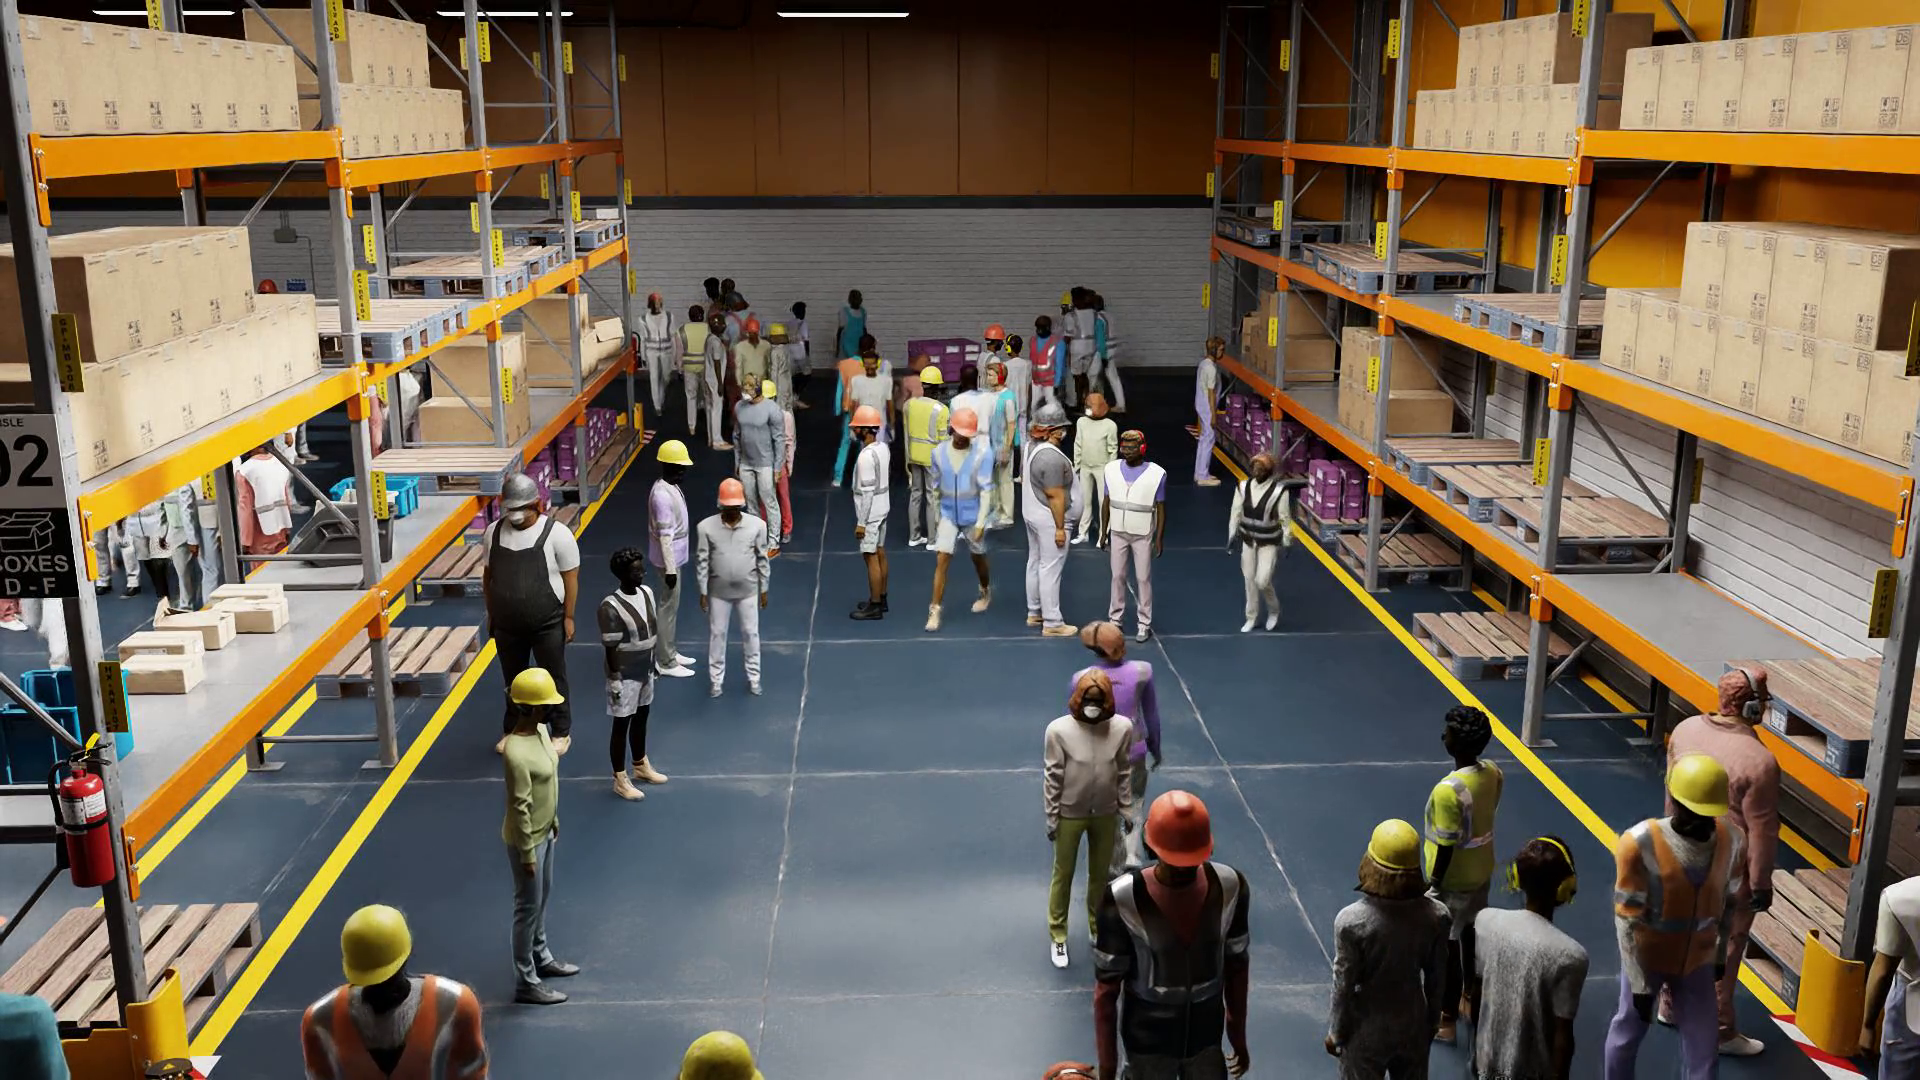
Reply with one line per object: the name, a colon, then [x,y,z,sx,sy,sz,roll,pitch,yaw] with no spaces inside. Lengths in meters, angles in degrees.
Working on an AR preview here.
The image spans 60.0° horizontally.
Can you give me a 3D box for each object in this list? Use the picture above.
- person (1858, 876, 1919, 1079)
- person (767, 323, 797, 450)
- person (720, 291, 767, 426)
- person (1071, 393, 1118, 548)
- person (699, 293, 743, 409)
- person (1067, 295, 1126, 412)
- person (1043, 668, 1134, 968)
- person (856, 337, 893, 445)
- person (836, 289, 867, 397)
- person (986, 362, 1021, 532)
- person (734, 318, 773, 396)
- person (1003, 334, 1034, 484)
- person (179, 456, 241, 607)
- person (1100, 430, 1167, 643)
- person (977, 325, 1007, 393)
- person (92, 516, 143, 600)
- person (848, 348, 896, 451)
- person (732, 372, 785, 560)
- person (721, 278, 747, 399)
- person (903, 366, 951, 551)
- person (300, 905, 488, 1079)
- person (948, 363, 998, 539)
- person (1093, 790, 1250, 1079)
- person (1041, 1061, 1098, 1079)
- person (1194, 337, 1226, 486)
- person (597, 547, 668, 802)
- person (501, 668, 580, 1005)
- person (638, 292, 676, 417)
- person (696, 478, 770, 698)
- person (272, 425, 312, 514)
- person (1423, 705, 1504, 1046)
person: [3.868,1.917,6.607,0.559,1.836,0.394,0,14,-2]
person: [-2.412,-2.038,22.336,0.339,1.737,0.484,5,15,19]
person: [-3.119,-2.632,24.050,0.787,2.000,0.850,-6,16,-23]
person: [1.409,-0.737,17.423,0.498,1.633,0.282,9,17,33]
person: [-3.621,-2.884,25.530,0.953,1.820,0.547,-6,16,-23]
person: [2.121,-2.822,25.324,0.959,1.783,0.645,6,16,23]
person: [0.679,1.458,8.807,0.498,1.633,0.281,-4,15,-16]
person: [-1.031,-1.607,20.488,0.580,1.815,0.650,-9,17,-32]
person: [-1.744,-3.088,26.322,0.549,1.809,0.872,-11,18,-36]
person: [0.446,-1.019,18.103,0.389,1.847,0.563,-5,15,-20]
person: [-2.820,-2.188,22.915,0.565,1.737,0.413,-5,15,-17]
person: [0.662,-1.570,20.248,0.509,1.863,0.326,-9,17,-31]
person: [-6.426,-0.096,14.369,0.396,1.908,0.599,9,17,31]
person: [1.485,-0.045,14.285,0.575,1.843,0.375,7,16,24]
person: [0.407,-1.702,20.633,0.385,1.929,0.543,-5,15,-20]
person: [-7.959,-0.329,15.464,0.593,1.824,0.414,2,14,7]
person: [-1.023,-1.345,19.410,0.573,1.843,0.635,0,14,0]
person: [-2.049,-0.753,16.892,0.634,1.930,0.357,10,17,33]
person: [-3.633,-3.205,26.526,0.374,1.933,0.625,9,17,32]
person: [-0.327,-0.849,17.309,0.582,1.919,0.392,10,17,34]
person: [-1.923,2.093,5.780,0.598,1.906,0.660,-3,15,-11]
person: [0.113,-0.920,17.616,0.598,1.898,0.449,-11,18,-37]
person: [0.813,1.890,6.331,0.613,2.031,0.403,-3,15,-13]
person: [0.313,2.369,4.751,0.575,1.878,0.359,1,14,6]
person: [3.043,-1.565,20.288,0.351,1.834,0.518,-1,14,-3]
person: [-2.166,0.866,11.004,0.317,1.696,0.538,6,15,22]
person: [-2.137,1.490,8.434,0.340,1.760,0.525,0,14,0]
person: [-4.578,-2.836,25.214,0.591,1.862,0.787,-5,15,-17]
person: [-1.748,0.368,12.870,0.569,1.742,0.350,-2,14,-8]
person: [-7.677,-1.271,18.891,0.388,1.949,0.602,-8,16,-27]
person: [2.409,1.614,8.068,0.315,1.695,0.541,13,19,41]
